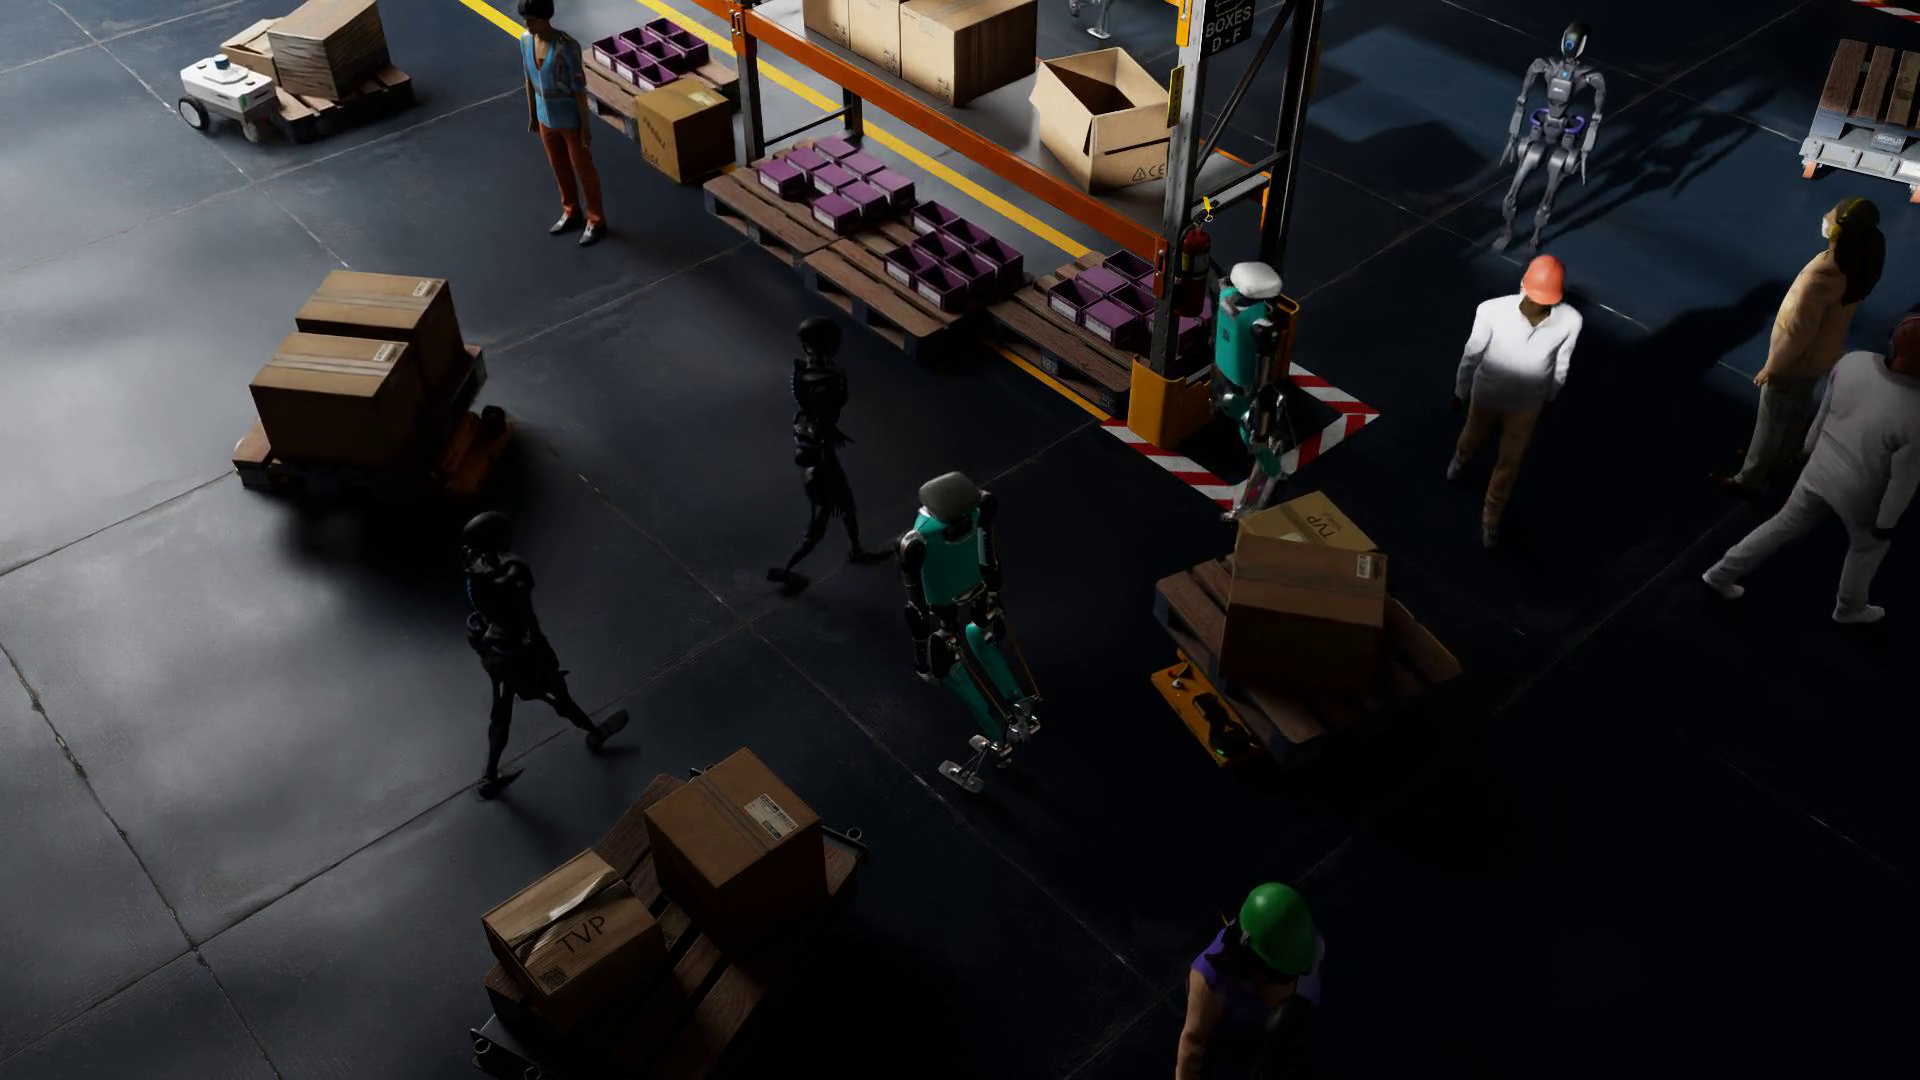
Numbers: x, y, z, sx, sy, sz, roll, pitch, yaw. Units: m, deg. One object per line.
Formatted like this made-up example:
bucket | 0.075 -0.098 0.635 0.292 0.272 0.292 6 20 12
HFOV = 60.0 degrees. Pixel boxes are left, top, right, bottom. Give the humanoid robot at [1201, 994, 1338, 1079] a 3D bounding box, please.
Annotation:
humanoid robot | 1.032 2.067 5.806 0.596 1.655 0.333 23 47 23

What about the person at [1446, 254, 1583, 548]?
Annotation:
person | 2.948 -0.850 8.947 0.571 1.719 0.770 8 43 8

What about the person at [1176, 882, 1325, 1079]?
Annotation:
person | 0.998 1.813 5.896 0.545 1.929 0.419 -20 46 -20

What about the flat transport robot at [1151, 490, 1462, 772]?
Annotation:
flat transport robot | 1.749 0.638 8.401 1.431 0.231 0.659 -19 46 -20

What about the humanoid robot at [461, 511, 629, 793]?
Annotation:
humanoid robot | -2.011 0.463 7.585 0.603 1.628 0.771 33 52 31

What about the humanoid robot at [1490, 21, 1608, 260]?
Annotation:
humanoid robot | 3.864 -2.570 10.850 0.600 1.653 0.365 23 47 23

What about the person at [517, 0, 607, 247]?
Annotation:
person | -2.661 -2.802 11.044 0.499 1.759 0.339 20 46 20

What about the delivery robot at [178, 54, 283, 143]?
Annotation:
delivery robot | -5.492 -3.367 12.537 0.774 0.583 0.499 22 47 22

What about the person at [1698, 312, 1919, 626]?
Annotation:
person | 4.405 -0.302 8.256 0.904 1.860 0.670 -10 44 -11

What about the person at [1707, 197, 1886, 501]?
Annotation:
person | 4.573 -1.012 9.010 0.554 1.877 0.404 -28 50 -27

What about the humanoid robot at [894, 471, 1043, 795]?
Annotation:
humanoid robot | 0.116 0.502 7.390 0.535 1.694 0.738 -32 52 -30

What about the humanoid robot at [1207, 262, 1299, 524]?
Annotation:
humanoid robot | 1.632 -0.721 8.822 0.734 1.831 0.534 -18 46 -19

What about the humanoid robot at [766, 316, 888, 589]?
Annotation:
humanoid robot | -0.734 -0.448 8.579 0.598 1.644 0.586 -5 43 -5

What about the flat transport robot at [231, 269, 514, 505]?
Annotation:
flat transport robot | -3.412 -0.561 9.705 1.431 0.231 0.659 6 43 6

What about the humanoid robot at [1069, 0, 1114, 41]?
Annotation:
humanoid robot | 1.153 -4.782 13.206 0.573 1.730 1.017 -16 45 -17
